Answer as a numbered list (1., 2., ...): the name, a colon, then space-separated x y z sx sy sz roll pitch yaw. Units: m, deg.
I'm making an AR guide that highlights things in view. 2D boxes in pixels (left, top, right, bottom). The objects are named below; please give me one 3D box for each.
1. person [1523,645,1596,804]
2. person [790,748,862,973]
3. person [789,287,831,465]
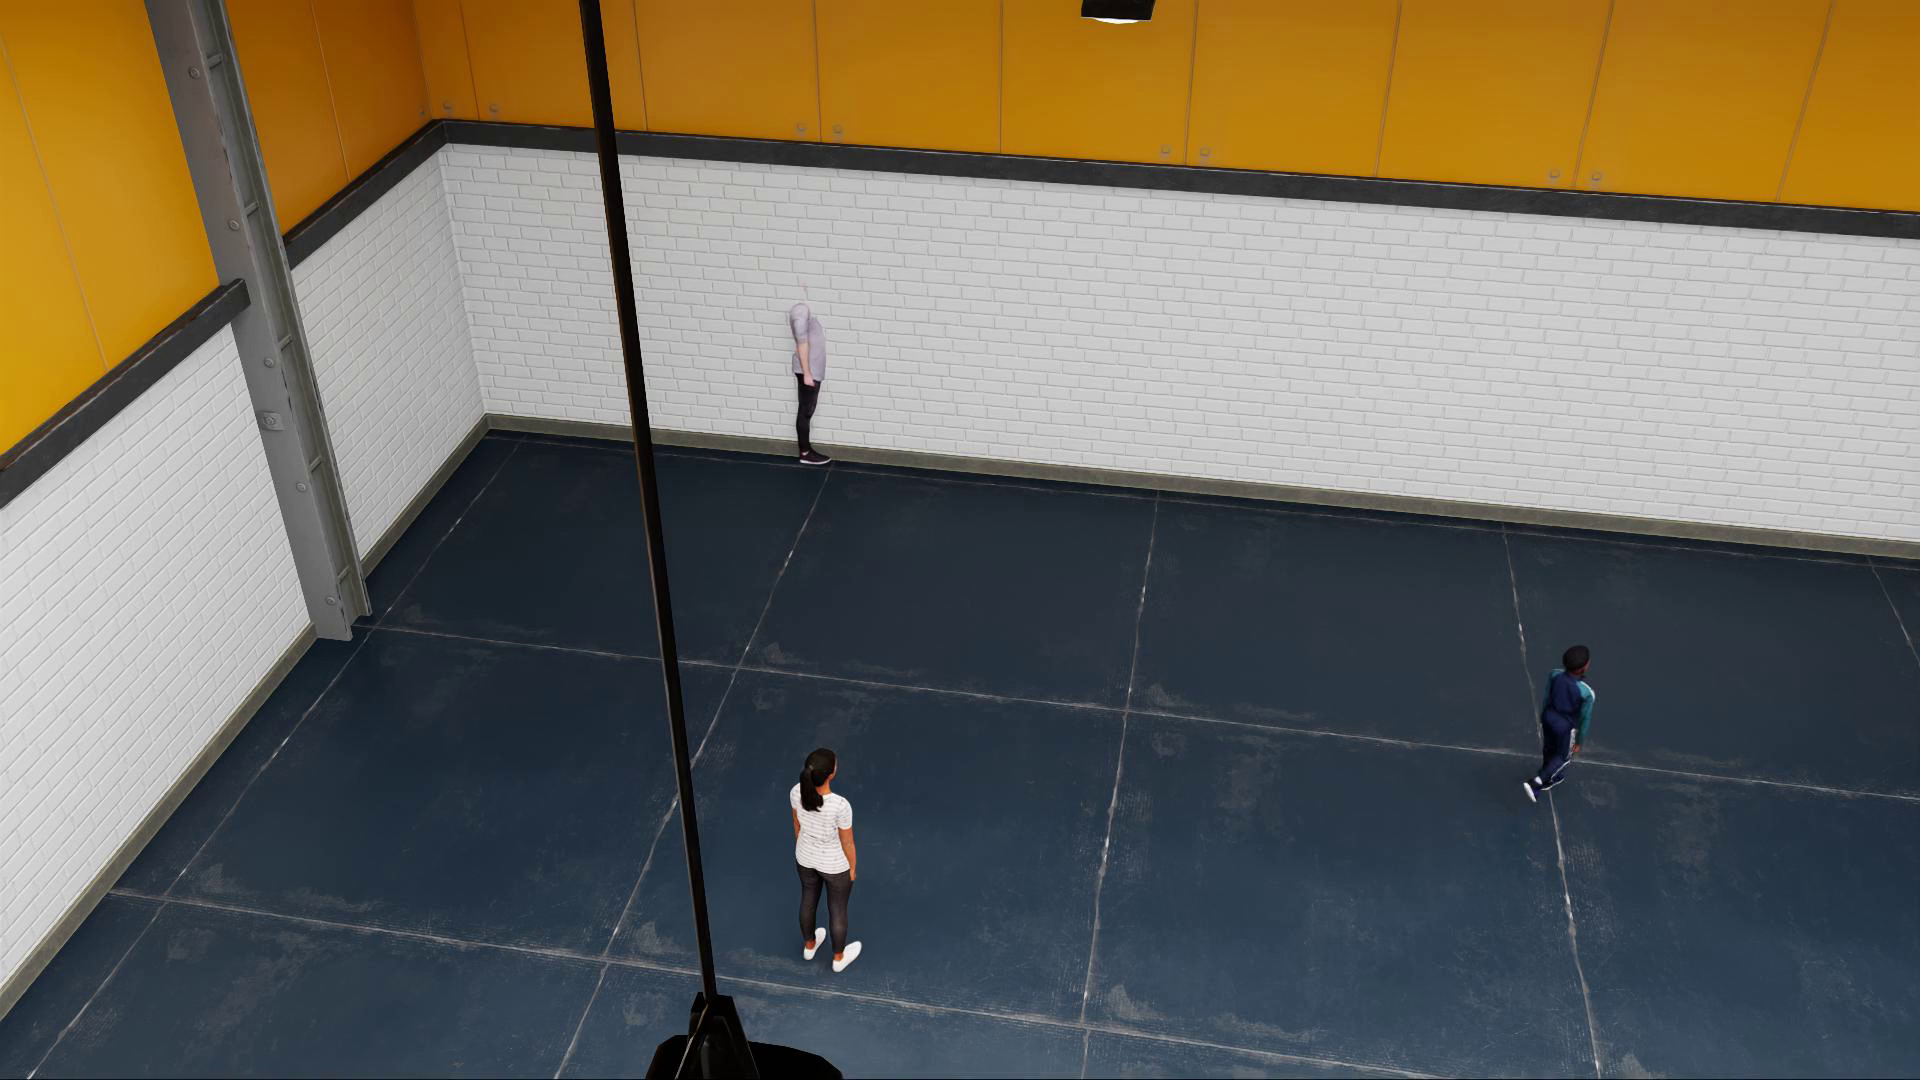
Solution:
1. person: 4.055 1.258 11.286 0.815 1.249 0.756 -21 39 -29
2. person: -0.816 1.908 9.950 0.615 1.644 0.593 15 37 22
3. person: -1.364 -1.581 15.027 0.743 1.836 0.551 2 34 3
